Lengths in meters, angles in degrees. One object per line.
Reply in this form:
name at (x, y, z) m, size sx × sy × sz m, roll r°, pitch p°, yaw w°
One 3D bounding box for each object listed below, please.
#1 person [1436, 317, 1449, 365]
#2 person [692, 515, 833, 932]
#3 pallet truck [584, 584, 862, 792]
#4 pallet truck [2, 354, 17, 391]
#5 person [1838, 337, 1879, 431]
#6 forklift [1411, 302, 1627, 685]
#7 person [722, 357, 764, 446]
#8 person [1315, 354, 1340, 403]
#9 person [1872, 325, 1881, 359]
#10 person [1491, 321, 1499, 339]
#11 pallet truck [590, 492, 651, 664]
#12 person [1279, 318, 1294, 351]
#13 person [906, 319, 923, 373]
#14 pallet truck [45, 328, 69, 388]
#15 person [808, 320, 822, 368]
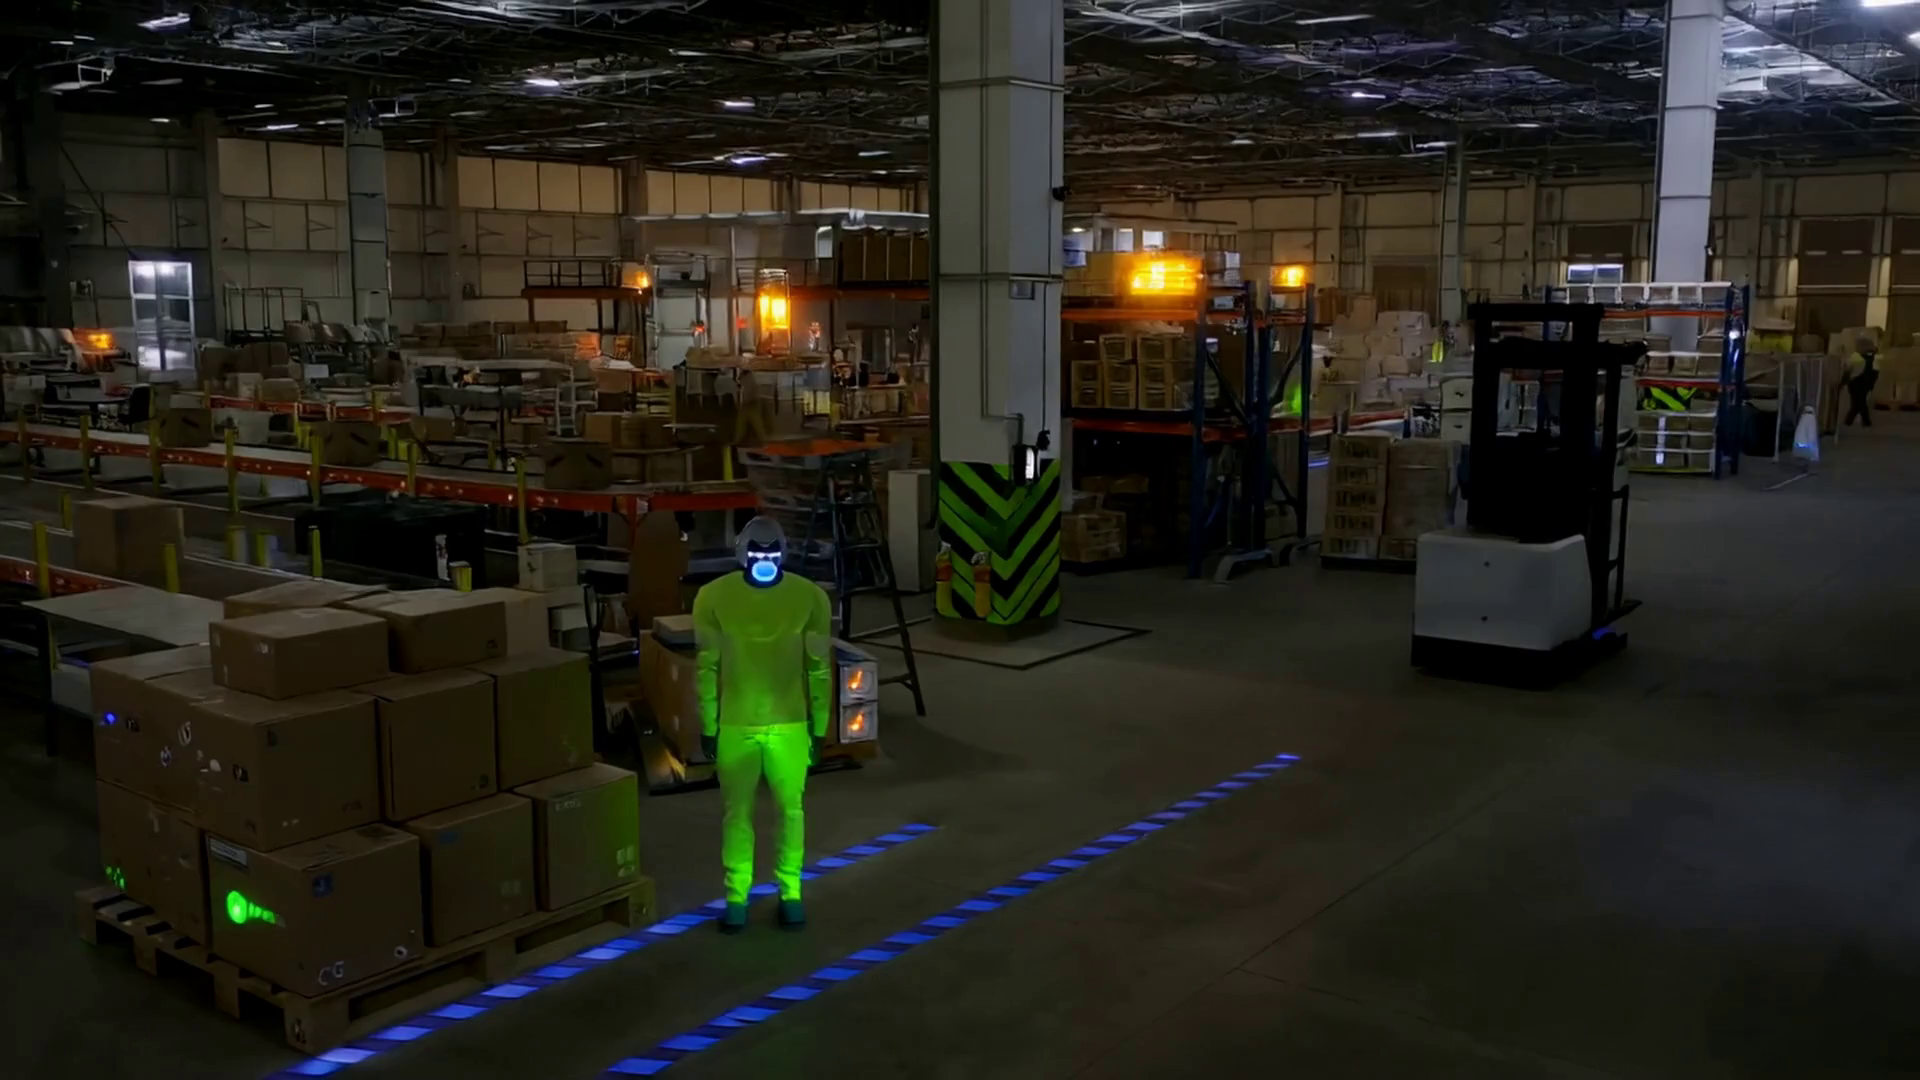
person at (19.617, -8.082, 67.584) m, size 0.371 × 1.932 × 0.627 m, roll -5°, pitch 10°, yaw -31°
person at (-0.885, 0.833, 7.519) m, size 0.627 × 1.924 × 0.390 m, roll -1°, pitch 8°, yaw -6°
pallet truck at (-1.426, 0.805, 10.019) m, size 1.601 × 1.201 × 0.680 m, roll -4°, pitch 9°, yaw -26°
pallet truck at (-24.881, -4.417, 42.634) m, size 1.885 × 1.965 × 0.823 m, roll 8°, pitch 11°, yaw 41°
person at (19.011, -3.327, 35.142) m, size 0.685 × 2.000 × 1.003 m, roll -3°, pitch 9°, yaw -22°
forklift at (4.379, -0.438, 12.852) m, size 1.129 × 2.768 × 1.873 m, roll 7°, pitch 11°, yaw 37°
person at (-4.069, -2.595, 31.323) m, size 0.890 × 1.694 × 0.526 m, roll -4°, pitch 9°, yaw -23°
person at (7.419, -2.943, 33.819) m, size 0.542 × 1.662 × 0.805 m, roll 7°, pitch 11°, yaw 39°
person at (35.284, -7.442, 64.033) m, size 0.322 × 1.697 × 0.532 m, roll 7°, pitch 11°, yaw 39°
person at (18.935, -6.861, 59.125) m, size 0.400 × 1.989 × 0.623 m, roll 0°, pitch 8°, yaw -3°
pallet truck at (-3.115, 0.344, 12.883) m, size 0.653 × 1.274 × 1.630 m, roll 7°, pitch 11°, yaw 37°
person at (15.099, -9.388, 76.769) m, size 0.655 × 1.807 × 0.880 m, roll 3°, pitch 9°, yaw 19°
person at (-1.529, -6.335, 55.420) m, size 0.613 × 2.043 × 0.382 m, roll -5°, pitch 10°, yaw -31°
pallet truck at (-23.775, -4.544, 43.495) m, size 1.885 × 1.965 × 0.823 m, roll 6°, pitch 10°, yaw 35°
person at (-5.616, -7.571, 64.343) m, size 0.405 × 1.872 × 0.578 m, roll 8°, pitch 11°, yaw 43°
